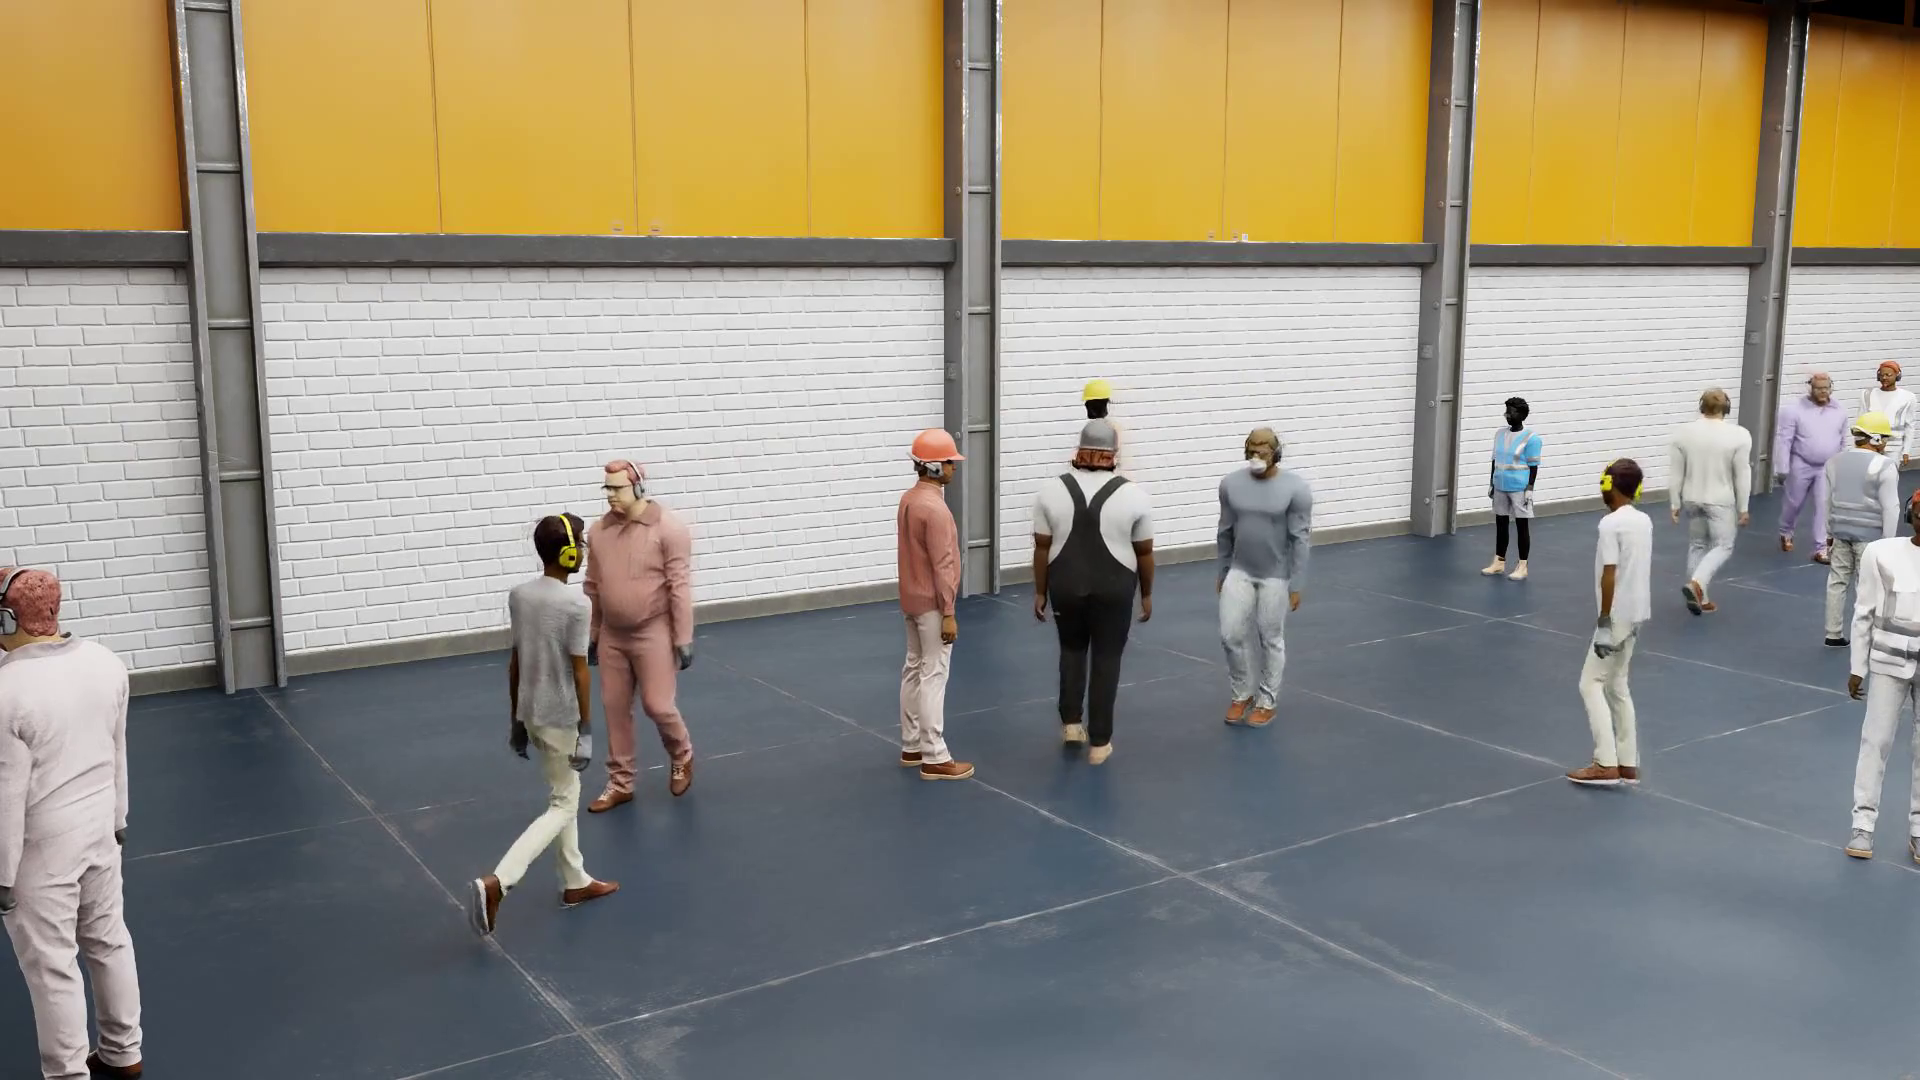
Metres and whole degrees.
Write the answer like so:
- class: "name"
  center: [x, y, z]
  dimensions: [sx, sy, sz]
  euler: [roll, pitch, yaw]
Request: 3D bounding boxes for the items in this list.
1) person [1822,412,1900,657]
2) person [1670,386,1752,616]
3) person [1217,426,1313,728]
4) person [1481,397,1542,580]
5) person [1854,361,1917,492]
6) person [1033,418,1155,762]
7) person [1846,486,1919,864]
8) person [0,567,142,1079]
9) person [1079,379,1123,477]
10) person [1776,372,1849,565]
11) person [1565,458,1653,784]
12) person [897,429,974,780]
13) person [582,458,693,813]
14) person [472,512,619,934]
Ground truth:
- class: "person"
  center: [6.743, -0.046, 12.436]
  dimensions: [0.404, 1.824, 0.586]
  euler: [-4, 10, -24]
- class: "person"
  center: [6.107, -0.294, 13.634]
  dimensions: [0.670, 1.923, 0.633]
  euler: [-8, 13, -41]
- class: "person"
  center: [1.867, 0.246, 10.395]
  dimensions: [0.640, 1.916, 0.511]
  euler: [6, 11, 32]
- class: "person"
  center: [5.130, -0.482, 15.446]
  dimensions: [0.318, 1.697, 0.535]
  euler: [-6, 11, -32]
- class: "person"
  center: [9.925, -0.982, 17.904]
  dimensions: [0.575, 1.883, 0.355]
  euler: [8, 12, 40]
- class: "person"
  center: [0.810, 0.274, 9.855]
  dimensions: [0.706, 2.000, 0.599]
  euler: [3, 10, 16]
- class: "person"
  center: [4.649, 0.642, 8.104]
  dimensions: [0.573, 1.886, 0.353]
  euler: [4, 10, 23]
- class: "person"
  center: [-3.125, 1.031, 5.700]
  dimensions: [0.402, 1.906, 0.652]
  euler: [2, 10, 10]
- class: "person"
  center: [1.213, -0.461, 14.653]
  dimensions: [0.437, 1.917, 0.609]
  euler: [0, 9, 0]
- class: "person"
  center: [8.437, -0.742, 16.512]
  dimensions: [0.655, 1.869, 0.959]
  euler: [2, 10, 10]
- class: "person"
  center: [3.717, 0.454, 9.406]
  dimensions: [0.577, 1.827, 0.427]
  euler: [-9, 13, -42]
- class: "person"
  center: [-0.161, 0.360, 9.474]
  dimensions: [0.381, 1.994, 0.615]
  euler: [-4, 10, -22]
- class: "person"
  center: [-1.740, 0.504, 8.909]
  dimensions: [0.693, 1.894, 0.549]
  euler: [4, 10, 24]
- class: "person"
  center: [-1.839, 0.804, 7.302]
  dimensions: [0.510, 1.841, 0.802]
  euler: [7, 12, 36]
